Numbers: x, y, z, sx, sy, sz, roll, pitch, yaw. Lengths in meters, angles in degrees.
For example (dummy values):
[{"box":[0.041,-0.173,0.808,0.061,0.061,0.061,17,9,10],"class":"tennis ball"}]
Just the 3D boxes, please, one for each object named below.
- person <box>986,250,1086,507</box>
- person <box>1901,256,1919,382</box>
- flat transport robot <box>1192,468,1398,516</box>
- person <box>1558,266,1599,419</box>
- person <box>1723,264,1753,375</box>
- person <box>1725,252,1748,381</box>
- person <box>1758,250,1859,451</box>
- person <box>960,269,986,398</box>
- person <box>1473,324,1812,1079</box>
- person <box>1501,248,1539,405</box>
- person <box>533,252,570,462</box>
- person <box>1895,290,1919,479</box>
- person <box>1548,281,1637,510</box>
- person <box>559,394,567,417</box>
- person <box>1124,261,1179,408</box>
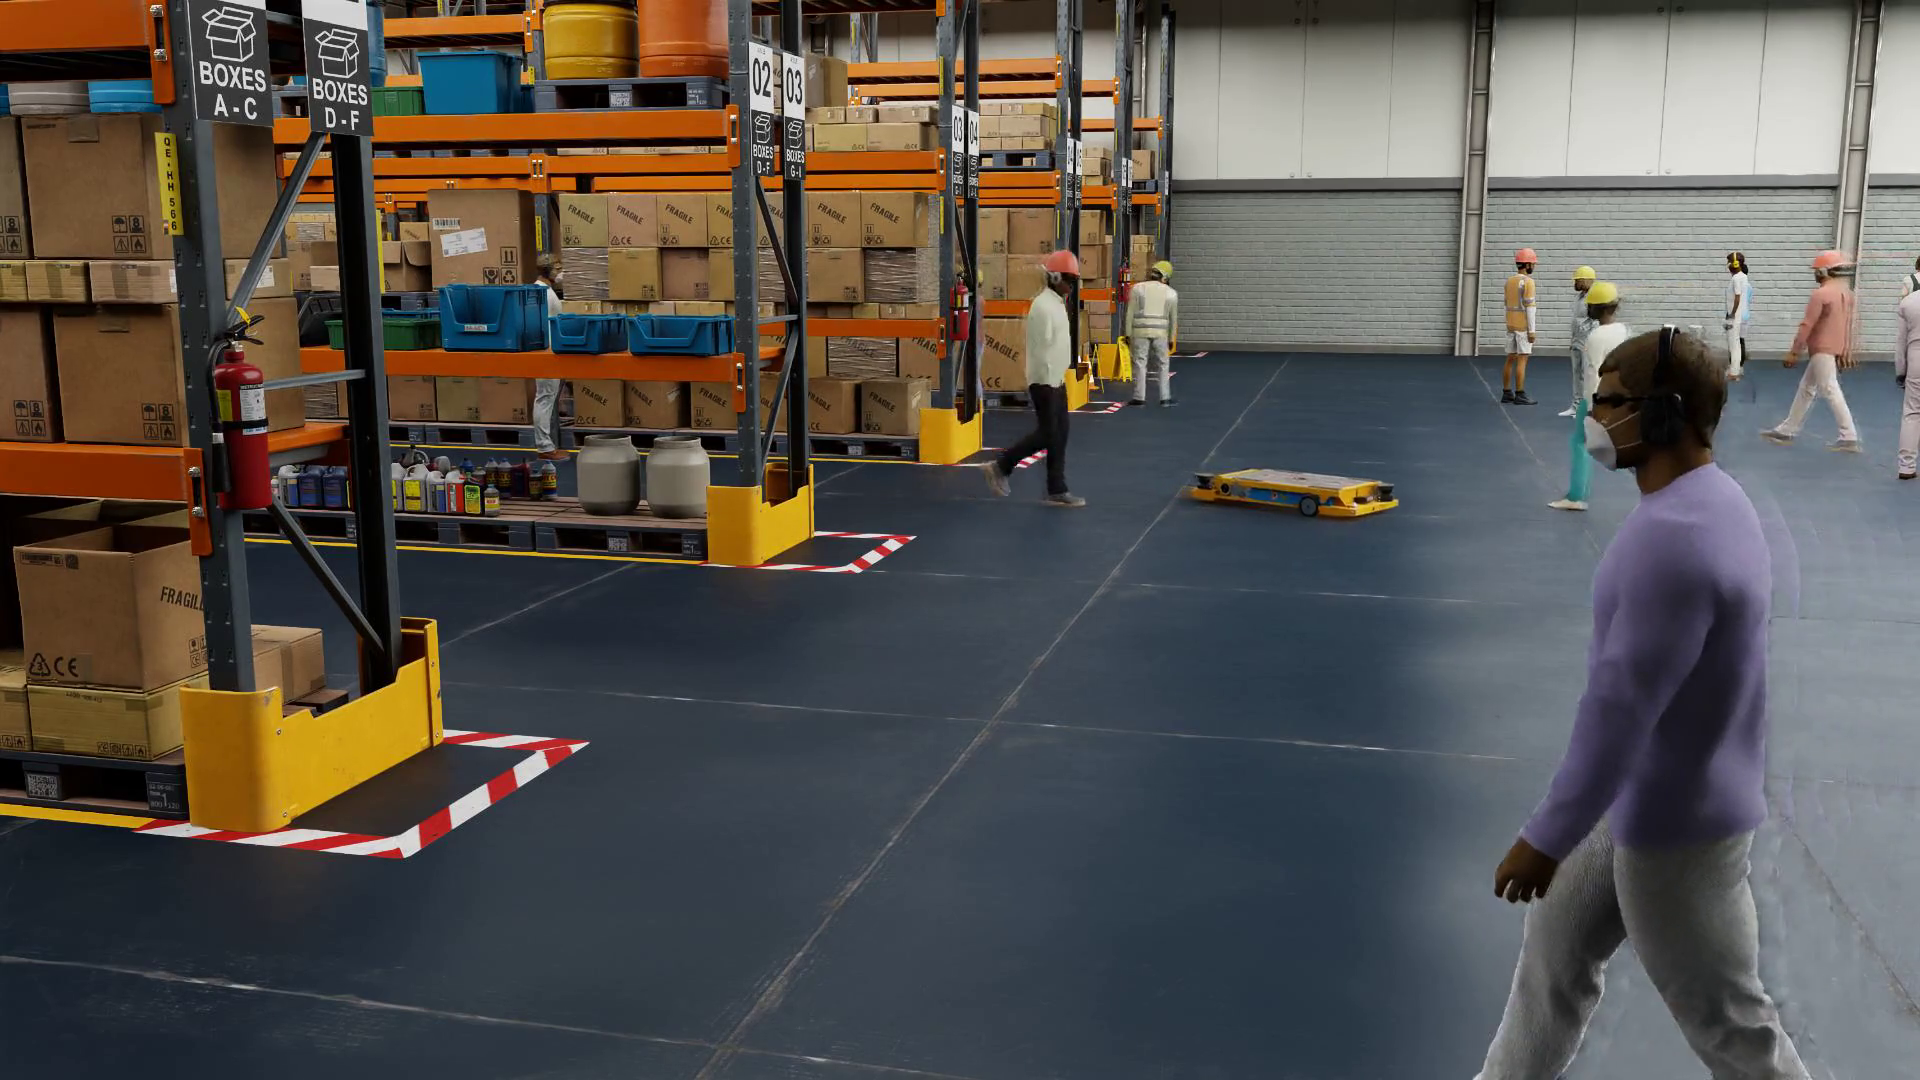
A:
[{"box":[0.608,-1.221,12.701,0.658,1.967,0.623,4,11,19],"class":"person"},{"box":[13.812,-3.187,23.954,0.504,1.840,0.345,9,14,42],"class":"person"},{"box":[2.553,-0.378,12.736,1.431,0.197,0.652,9,14,41],"class":"flat transport robot"},{"box":[7.139,-2.260,19.083,0.311,1.744,0.486,-1,10,-7],"class":"person"},{"box":[11.761,-3.340,25.197,0.535,1.697,0.318,-7,13,-35],"class":"person"},{"box":[11.248,-3.242,24.191,0.328,1.865,0.521,7,12,33],"class":"person"},{"box":[8.409,-1.851,16.278,0.608,1.943,1.030,-9,14,-41],"class":"person"},{"box":[0.132,-2.262,19.153,0.328,1.722,0.627,-4,11,-20],"class":"person"},{"box":[1.334,0.531,3.250,1.009,1.889,0.632,4,11,21],"class":"person"},{"box":[7.000,-2.654,20.731,0.361,1.938,0.545,-3,11,-17],"class":"person"},{"box":[-3.818,-1.683,15.372,0.356,1.933,0.627,-3,11,-15],"class":"person"},{"box":[8.270,-1.437,14.088,0.401,1.905,0.642,-7,12,-34],"class":"person"},{"box":[4.856,-1.055,12.410,0.531,1.740,0.736,-9,13,-40],"class":"person"},{"box":[-4.946,-2.341,19.239,1.010,1.853,0.646,4,11,21],"class":"person"},{"box":[2.335,-2.502,20.324,0.664,1.786,0.403,0,10,-2],"class":"person"}]
